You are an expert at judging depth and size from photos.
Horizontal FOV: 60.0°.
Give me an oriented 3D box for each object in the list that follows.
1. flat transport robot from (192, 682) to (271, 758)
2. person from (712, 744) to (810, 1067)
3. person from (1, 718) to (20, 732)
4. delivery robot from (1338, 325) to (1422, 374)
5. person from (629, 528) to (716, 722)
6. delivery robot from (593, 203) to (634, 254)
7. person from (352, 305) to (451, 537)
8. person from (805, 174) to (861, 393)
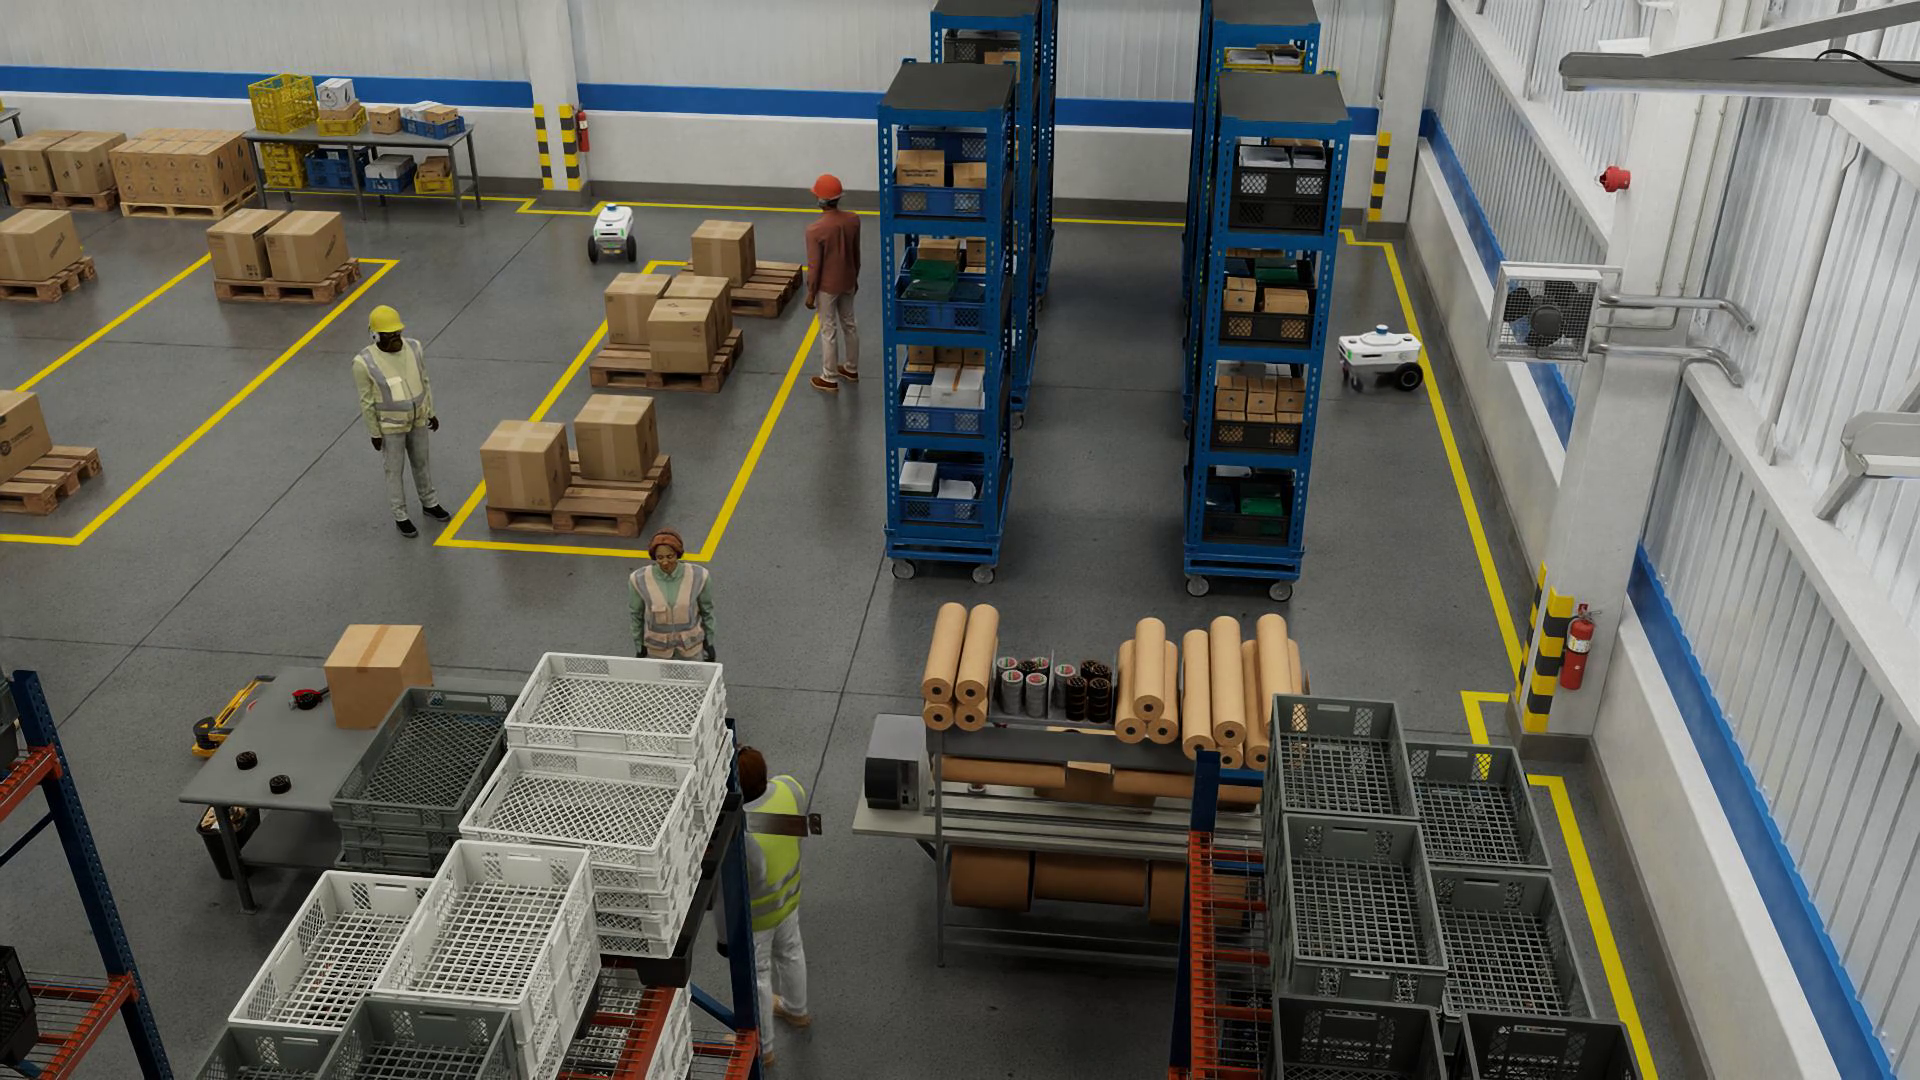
[{"bbox_3d":[-4.089,1.163,10.648,1.431,0.197,0.652,3,30,6],"label":"flat transport robot"},{"bbox_3d":[-0.990,1.758,8.091,0.430,1.837,0.629,17,34,26],"label":"person"},{"bbox_3d":[-6.318,0.528,10.330,0.541,1.696,0.315,0,30,0],"label":"person"},{"bbox_3d":[3.842,-1.735,15.256,0.707,0.478,0.477,-3,30,-5],"label":"delivery robot"},{"bbox_3d":[-1.742,0.656,10.167,0.511,1.641,0.307,-6,31,-10],"label":"person"},{"bbox_3d":[-3.784,-3.436,18.177,0.477,0.478,0.707,-1,30,-2],"label":"delivery robot"},{"bbox_3d":[-4.253,-0.924,12.687,0.403,1.837,0.591,22,37,33],"label":"person"},{"bbox_3d":[-1.136,-2.302,14.897,0.373,1.997,0.616,25,39,36],"label":"person"}]
